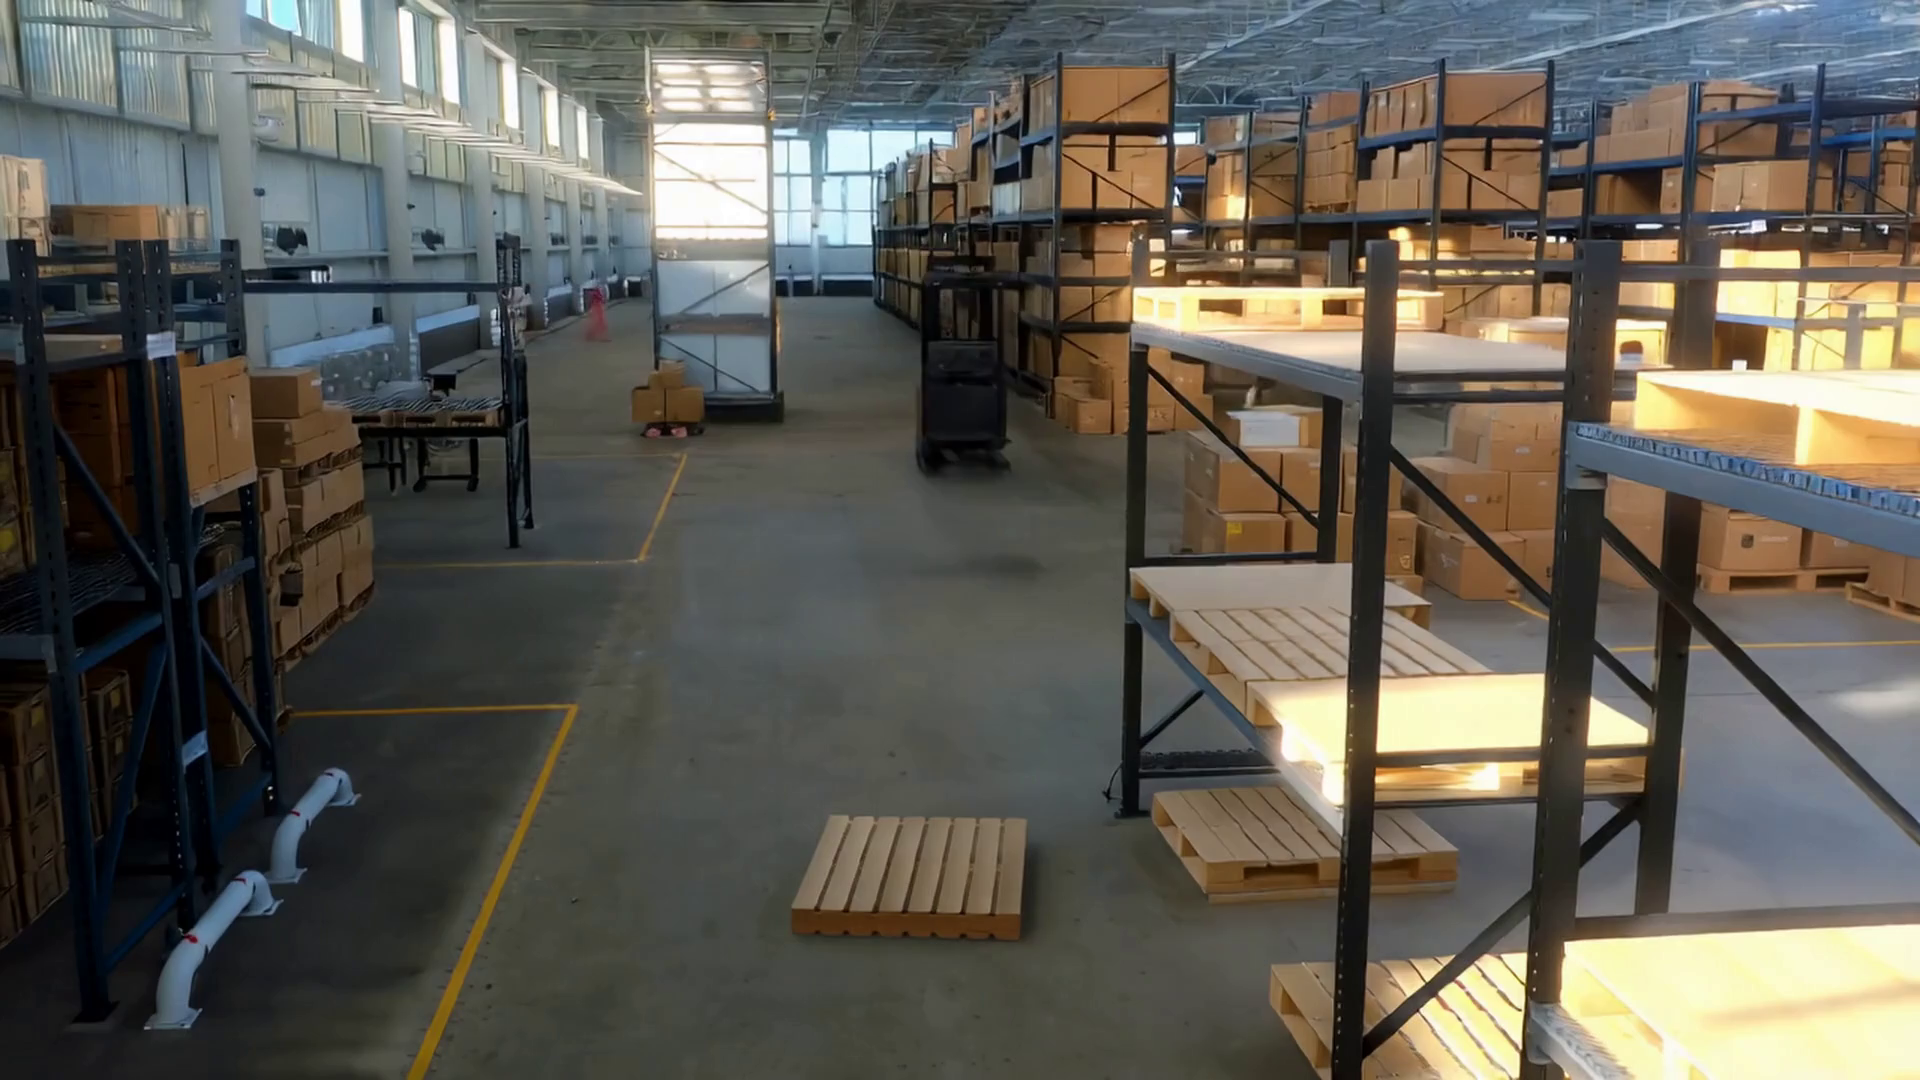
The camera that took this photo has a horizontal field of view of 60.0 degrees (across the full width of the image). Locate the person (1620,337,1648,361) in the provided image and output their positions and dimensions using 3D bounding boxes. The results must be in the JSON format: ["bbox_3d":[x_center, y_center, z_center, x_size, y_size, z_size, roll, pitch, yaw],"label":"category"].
[{"bbox_3d":[7.662,-1.367,19.123,0.375,1.935,0.550,2,10,11],"label":"person"}]

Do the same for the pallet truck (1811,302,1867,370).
[{"bbox_3d":[15.846,-3.142,28.793,1.885,1.965,0.823,2,10,12],"label":"pallet truck"}]

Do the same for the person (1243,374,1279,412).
[{"bbox_3d":[4.336,-2.240,24.018,1.027,1.922,0.593,-5,11,-25],"label":"person"}]

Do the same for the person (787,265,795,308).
[{"bbox_3d":[-7.556,-11.338,74.370,0.355,1.936,0.633,-2,10,-11],"label":"person"}]

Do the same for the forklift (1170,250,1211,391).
[{"bbox_3d":[4.069,-4.405,33.340,1.873,2.768,1.129,0,10,2],"label":"forklift"}]

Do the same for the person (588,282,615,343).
[{"bbox_3d":[-10.636,-6.709,49.102,0.931,1.805,0.567,3,11,14],"label":"person"}]

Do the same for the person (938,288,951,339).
[{"bbox_3d":[-0.545,-6.613,48.334,0.673,1.893,0.647,-4,11,-21],"label":"person"}]

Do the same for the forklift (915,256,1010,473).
[{"bbox_3d":[-0.005,-2.399,22.225,1.129,2.768,1.873,-1,10,-6],"label":"forklift"}]

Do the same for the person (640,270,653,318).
[{"bbox_3d":[-12.123,-9.558,64.671,0.668,1.879,0.454,2,10,8],"label":"person"}]

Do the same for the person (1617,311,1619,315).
[{"bbox_3d":[11.743,-3.315,30.221,0.634,1.825,0.710,0,10,-2],"label":"person"}]
